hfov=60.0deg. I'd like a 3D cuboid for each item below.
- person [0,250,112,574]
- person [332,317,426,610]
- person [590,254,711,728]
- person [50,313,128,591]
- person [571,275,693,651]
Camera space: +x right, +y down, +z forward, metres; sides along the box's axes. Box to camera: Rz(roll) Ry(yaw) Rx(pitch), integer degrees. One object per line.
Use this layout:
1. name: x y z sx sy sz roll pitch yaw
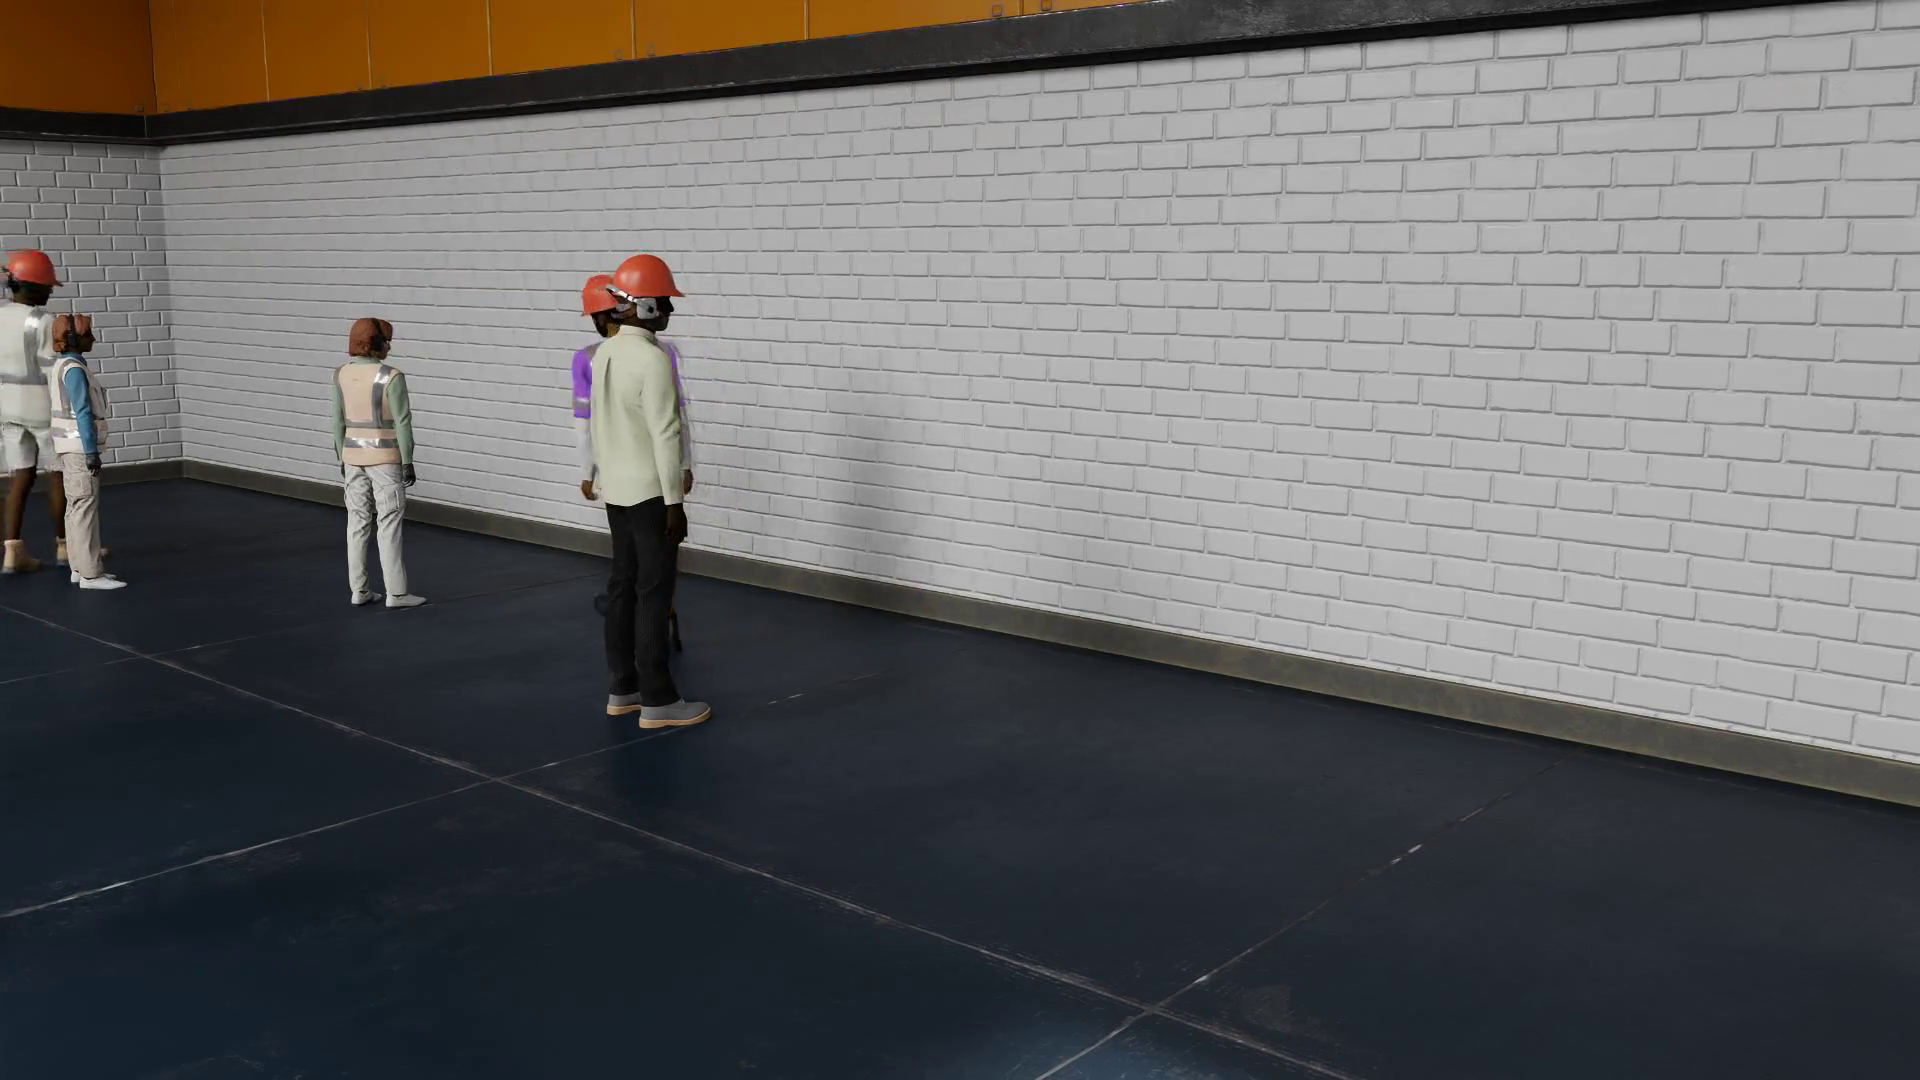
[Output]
1. person: -5.779 -0.788 10.384 0.685 2.004 0.712 3 10 17
2. person: -3.285 -0.426 9.348 0.521 1.638 0.313 4 11 22
3. person: -1.334 -0.205 7.075 0.386 1.992 0.625 -8 13 -38
4. person: -5.211 -0.519 9.875 0.308 1.641 0.514 -7 12 -36
5. person: -1.694 -0.406 8.536 0.567 1.879 0.918 -8 13 -38
